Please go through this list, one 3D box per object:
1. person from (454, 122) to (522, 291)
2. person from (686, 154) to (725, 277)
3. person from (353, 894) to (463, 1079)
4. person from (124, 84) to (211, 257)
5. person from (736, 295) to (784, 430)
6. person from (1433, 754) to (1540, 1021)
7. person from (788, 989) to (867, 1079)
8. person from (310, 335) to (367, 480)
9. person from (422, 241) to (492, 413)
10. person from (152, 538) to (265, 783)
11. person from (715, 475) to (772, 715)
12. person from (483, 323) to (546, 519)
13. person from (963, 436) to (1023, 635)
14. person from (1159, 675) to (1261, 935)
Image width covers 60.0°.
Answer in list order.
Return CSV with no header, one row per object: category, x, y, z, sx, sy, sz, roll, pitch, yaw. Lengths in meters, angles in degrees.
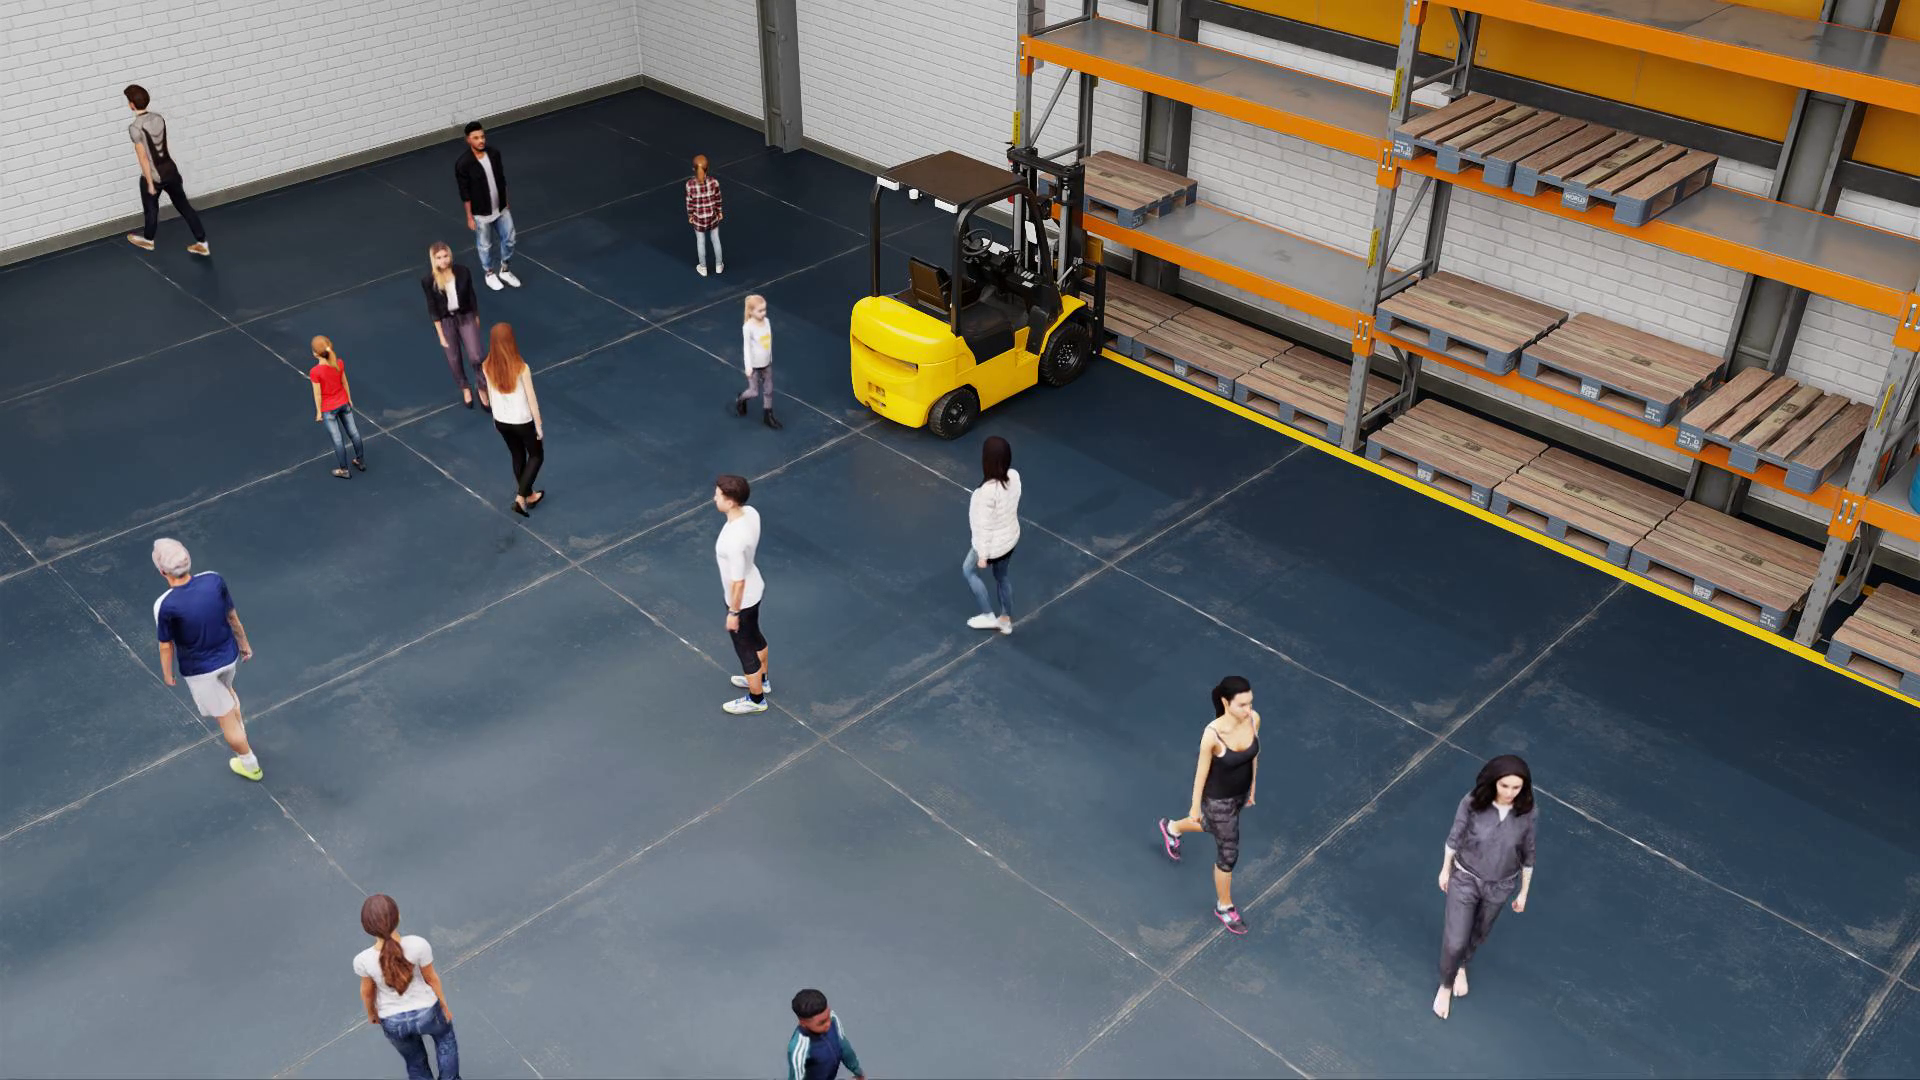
person,-4.899,-3.445,17.036,0.628,1.798,0.688,29,43,36
person,-2.667,-3.411,17.429,0.615,1.307,0.650,-10,35,-14
person,-2.776,2.429,8.417,0.661,1.557,0.694,-10,35,-14
person,-8.389,-3.852,17.608,1.240,1.844,0.949,12,35,17
person,-1.825,-1.588,14.722,0.727,1.267,0.513,26,41,33
person,2.874,1.805,9.181,0.782,1.750,0.843,4,34,7
person,-0.776,2.672,8.354,0.967,1.222,0.716,15,36,21
person,-5.251,-1.130,13.993,0.526,1.311,0.497,24,40,31
person,-4.531,-1.937,14.894,0.712,1.658,0.768,-16,37,-22
person,-4.733,0.800,10.631,0.846,1.819,0.771,19,38,26
person,-1.469,0.358,11.268,0.786,1.851,0.754,3,34,5
person,-3.588,-0.908,13.301,0.885,1.709,0.875,8,34,12
person,0.316,0.016,11.989,0.650,1.621,0.682,21,39,28
person,1.487,1.450,9.765,0.679,1.696,1.117,-22,39,-29
